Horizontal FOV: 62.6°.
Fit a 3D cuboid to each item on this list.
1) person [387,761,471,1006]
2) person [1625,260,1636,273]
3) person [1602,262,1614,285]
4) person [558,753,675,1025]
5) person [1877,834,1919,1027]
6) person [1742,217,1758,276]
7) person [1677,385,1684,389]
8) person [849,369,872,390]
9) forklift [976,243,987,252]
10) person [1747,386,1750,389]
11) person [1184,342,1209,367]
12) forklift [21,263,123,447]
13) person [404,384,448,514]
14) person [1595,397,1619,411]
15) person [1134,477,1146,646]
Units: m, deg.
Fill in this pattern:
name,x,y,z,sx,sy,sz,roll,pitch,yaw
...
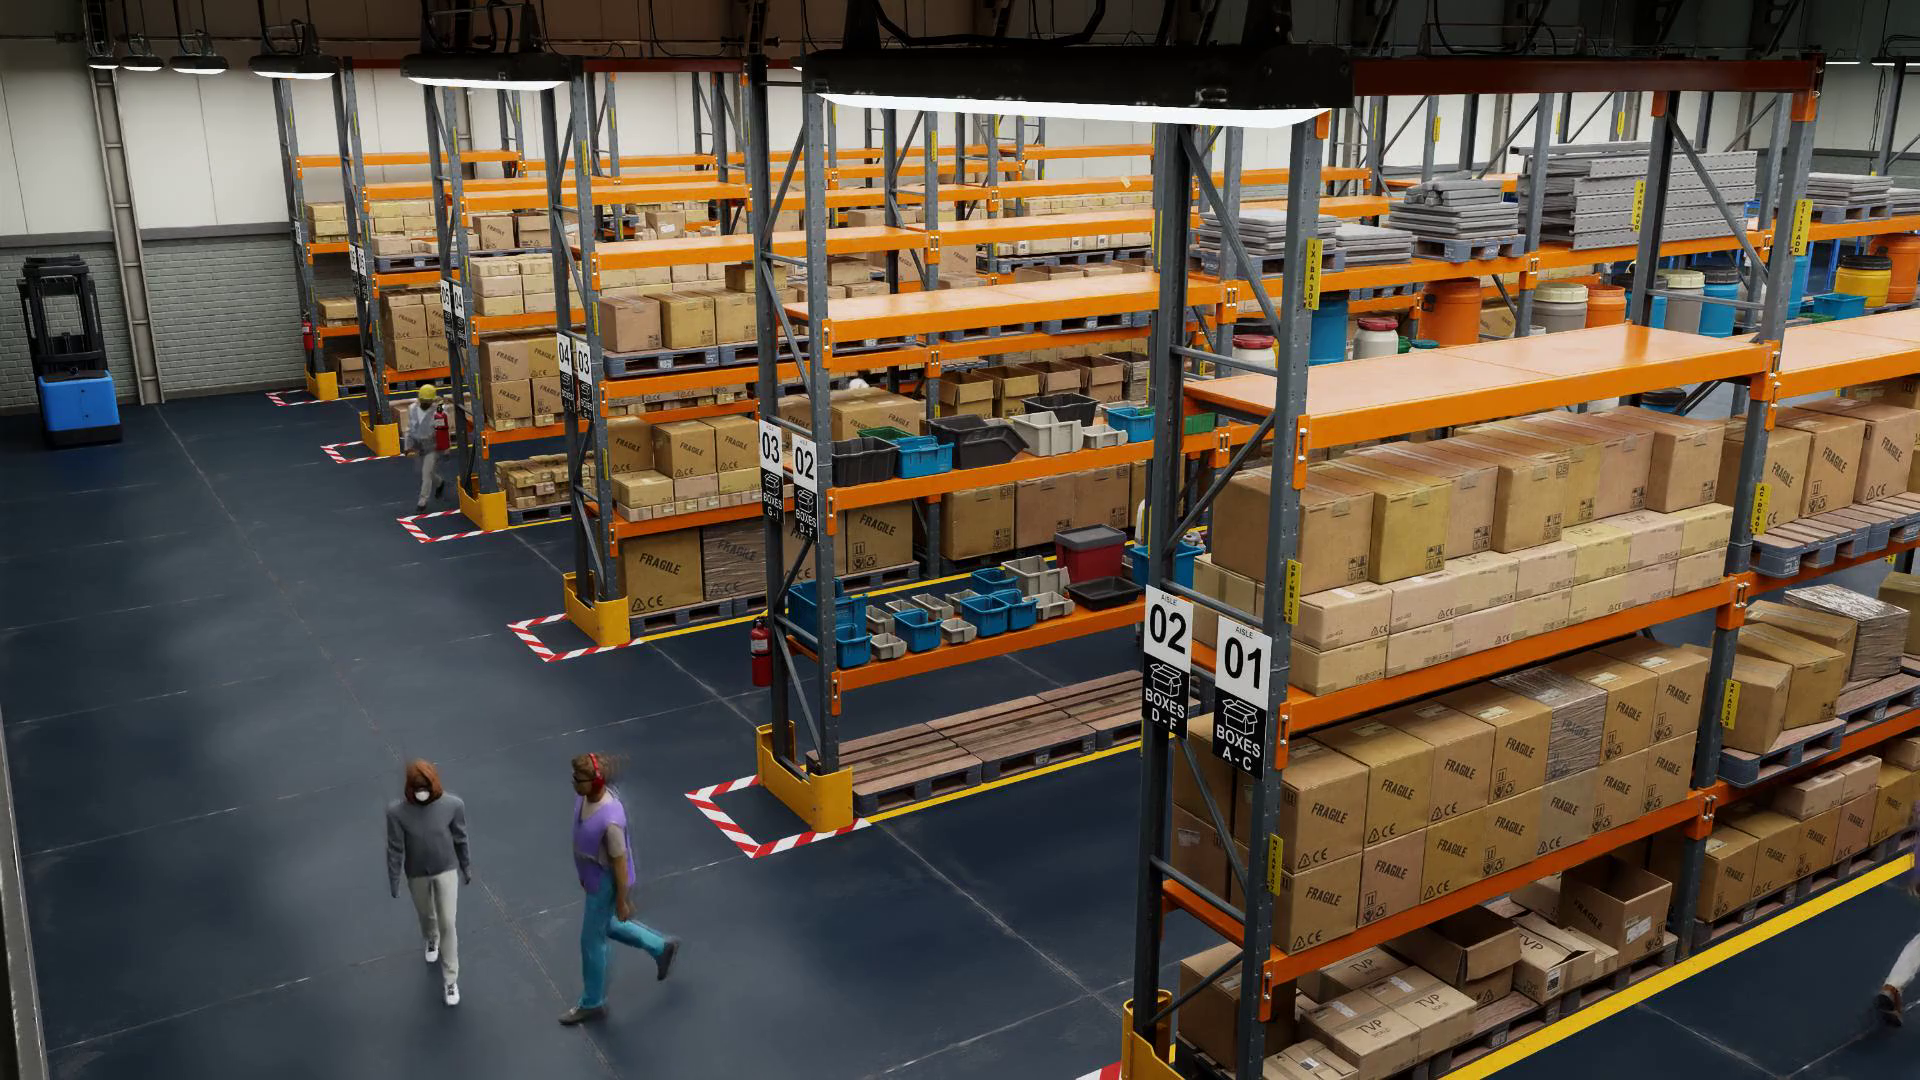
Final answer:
name,x,y,z,sx,sy,sz,roll,pitch,yaw
person,-3.526,2.196,10.510,0.512,1.596,0.820,-4,17,-13
person,15.438,-5.790,36.278,0.429,1.842,0.635,11,20,31
person,16.774,-7.253,40.914,0.375,1.935,0.550,-6,18,-18
person,-2.251,2.185,10.157,0.769,1.827,0.575,-8,19,-25
person,6.214,2.228,9.872,0.765,1.920,0.635,-8,19,-24
person,21.244,-7.673,42.305,0.542,1.929,0.374,-3,17,-9
person,12.098,-2.955,26.733,0.622,1.986,0.398,16,23,42
person,-1.334,-1.710,22.904,0.951,1.832,0.606,-10,20,-31
forklift,0.988,-5.474,34.718,1.214,2.155,2.313,-10,20,-31
person,14.941,-3.716,29.363,0.409,1.910,0.651,-7,18,-20
person,3.678,-2.096,24.144,0.661,1.851,0.976,16,23,42
forklift,-14.518,-3.079,25.708,1.129,2.768,1.873,-10,20,-31
person,-7.272,-1.294,21.633,0.639,1.782,0.749,4,17,14
person,8.890,-1.395,21.813,0.844,1.894,0.642,-9,19,-26
person,1.995,0.221,16.387,0.384,1.949,0.601,-1,17,-3
